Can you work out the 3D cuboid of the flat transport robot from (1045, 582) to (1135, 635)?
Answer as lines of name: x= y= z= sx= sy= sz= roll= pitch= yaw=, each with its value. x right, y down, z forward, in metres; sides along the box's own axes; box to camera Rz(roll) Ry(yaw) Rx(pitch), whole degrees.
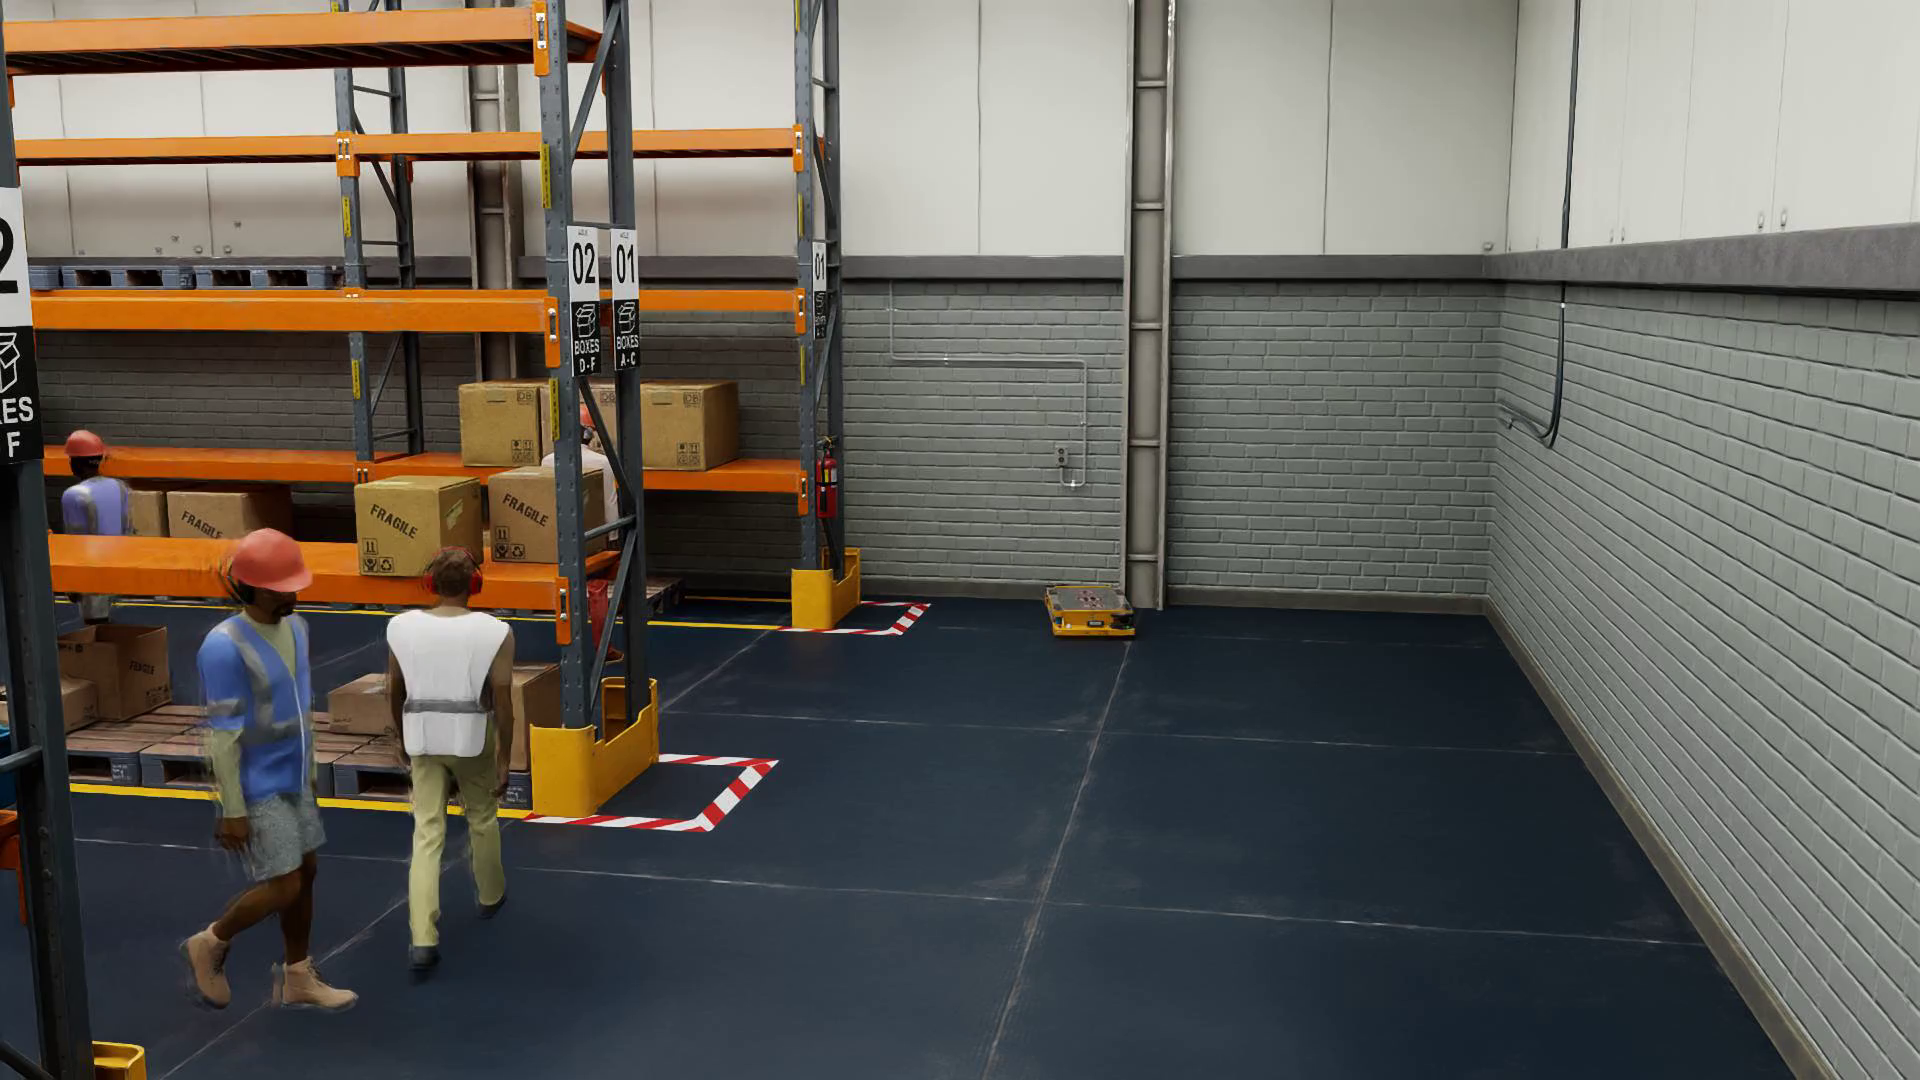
flat transport robot: x=1.086 y=0.580 z=14.163 sx=0.652 sy=0.197 sz=1.431 roll=0 pitch=9 yaw=0

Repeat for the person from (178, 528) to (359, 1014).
person: x=-2.749 y=0.938 z=6.538 sx=0.602 sy=2.018 sz=0.670 roll=1 pitch=9 yaw=7

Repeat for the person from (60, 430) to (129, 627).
person: x=-5.919 y=0.190 z=11.525 sx=0.866 sy=1.913 sz=0.550 roll=2 pitch=9 yaw=11

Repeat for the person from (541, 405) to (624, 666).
person: x=-2.856 y=-0.025 z=12.607 sx=0.608 sy=1.987 sz=0.388 roll=2 pitch=9 yaw=13

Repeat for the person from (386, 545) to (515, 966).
person: x=-2.243 y=0.921 z=7.348 sx=0.590 sy=1.800 sz=0.988 roll=-1 pitch=9 yaw=-4
